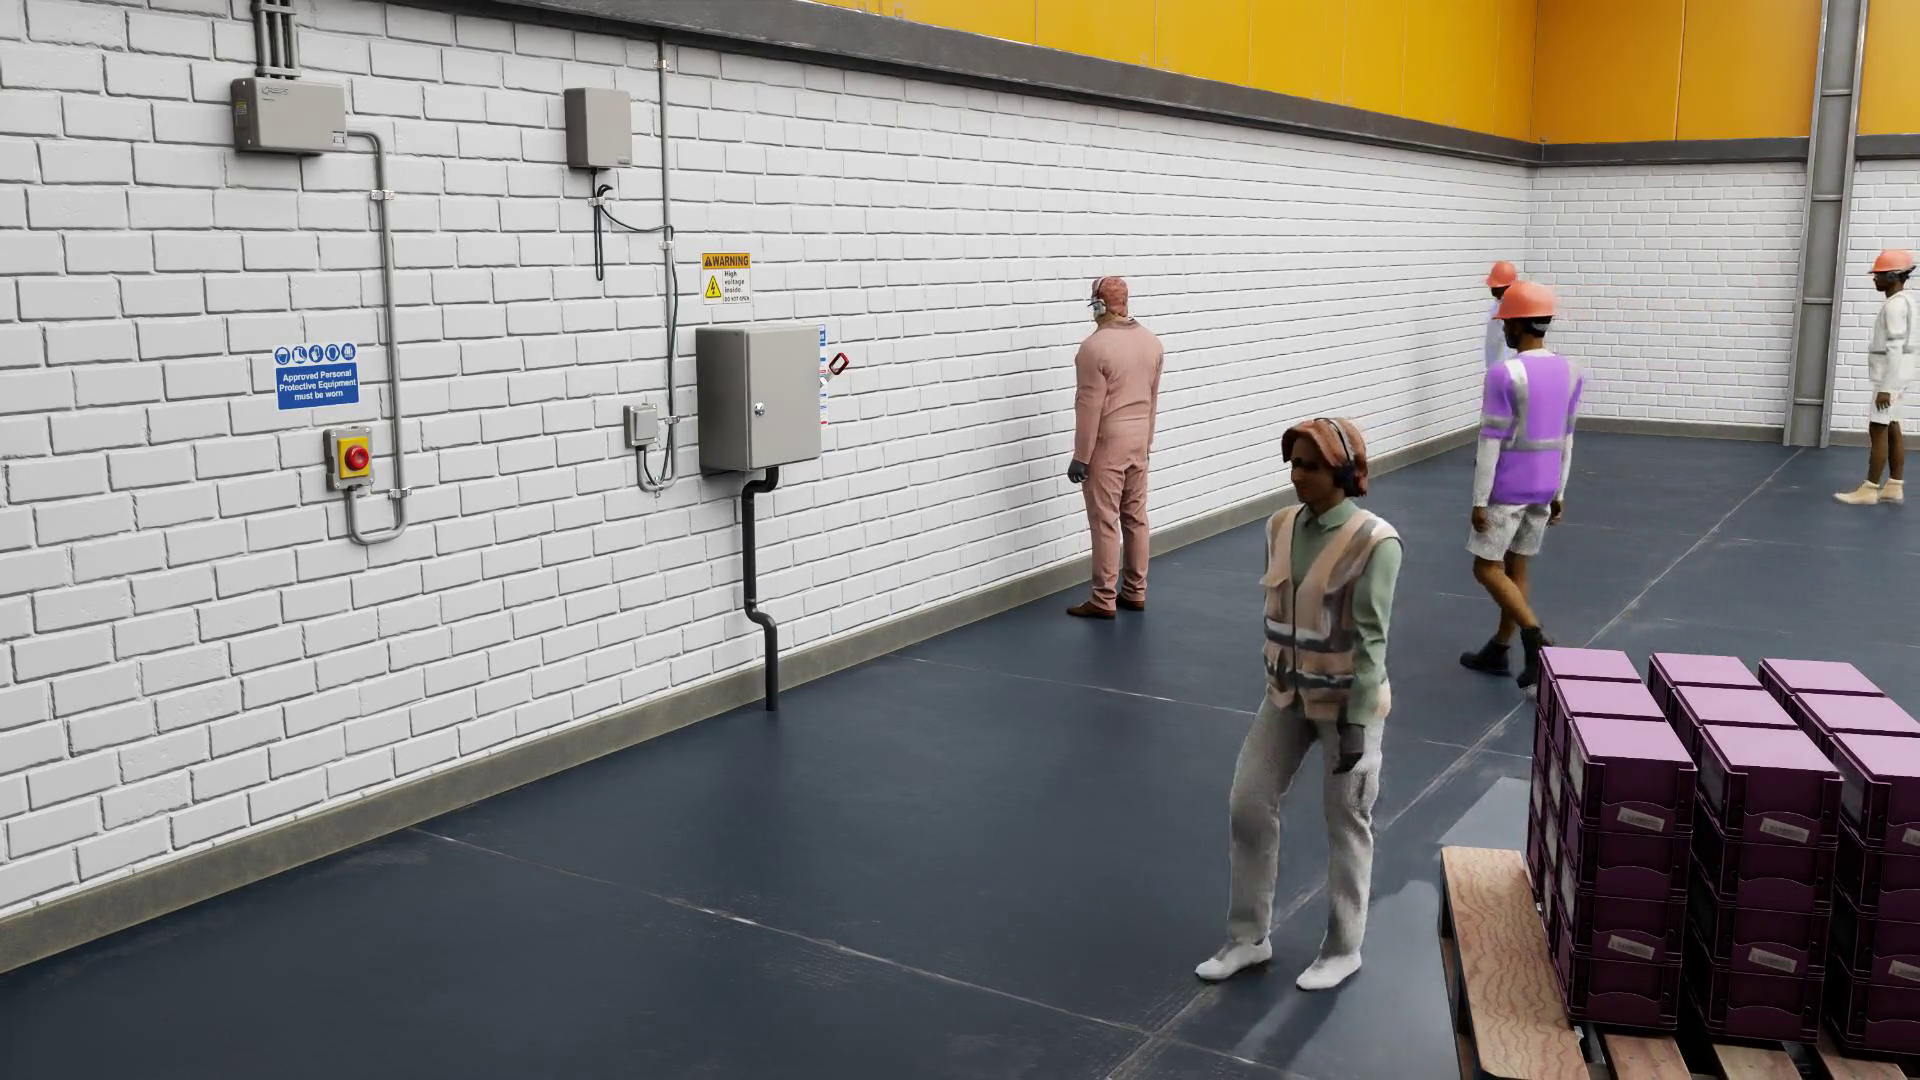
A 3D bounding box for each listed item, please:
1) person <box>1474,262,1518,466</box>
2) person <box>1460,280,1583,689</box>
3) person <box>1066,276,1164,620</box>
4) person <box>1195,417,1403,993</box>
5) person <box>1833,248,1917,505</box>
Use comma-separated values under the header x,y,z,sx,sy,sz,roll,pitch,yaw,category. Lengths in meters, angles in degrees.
x,y,z,sx,sy,sz,roll,pitch,yaw,category
4.941,-1.568,15.164,0.376,1.899,0.635,3,11,18,person
2.638,-0.250,7.786,0.561,1.919,0.731,-5,11,-25,person
0.835,-0.509,9.282,0.407,1.902,0.639,10,14,44,person
0.926,0.482,4.560,0.576,1.621,0.531,-7,12,-34,person
7.322,-1.278,13.177,0.405,2.044,0.614,7,12,34,person
